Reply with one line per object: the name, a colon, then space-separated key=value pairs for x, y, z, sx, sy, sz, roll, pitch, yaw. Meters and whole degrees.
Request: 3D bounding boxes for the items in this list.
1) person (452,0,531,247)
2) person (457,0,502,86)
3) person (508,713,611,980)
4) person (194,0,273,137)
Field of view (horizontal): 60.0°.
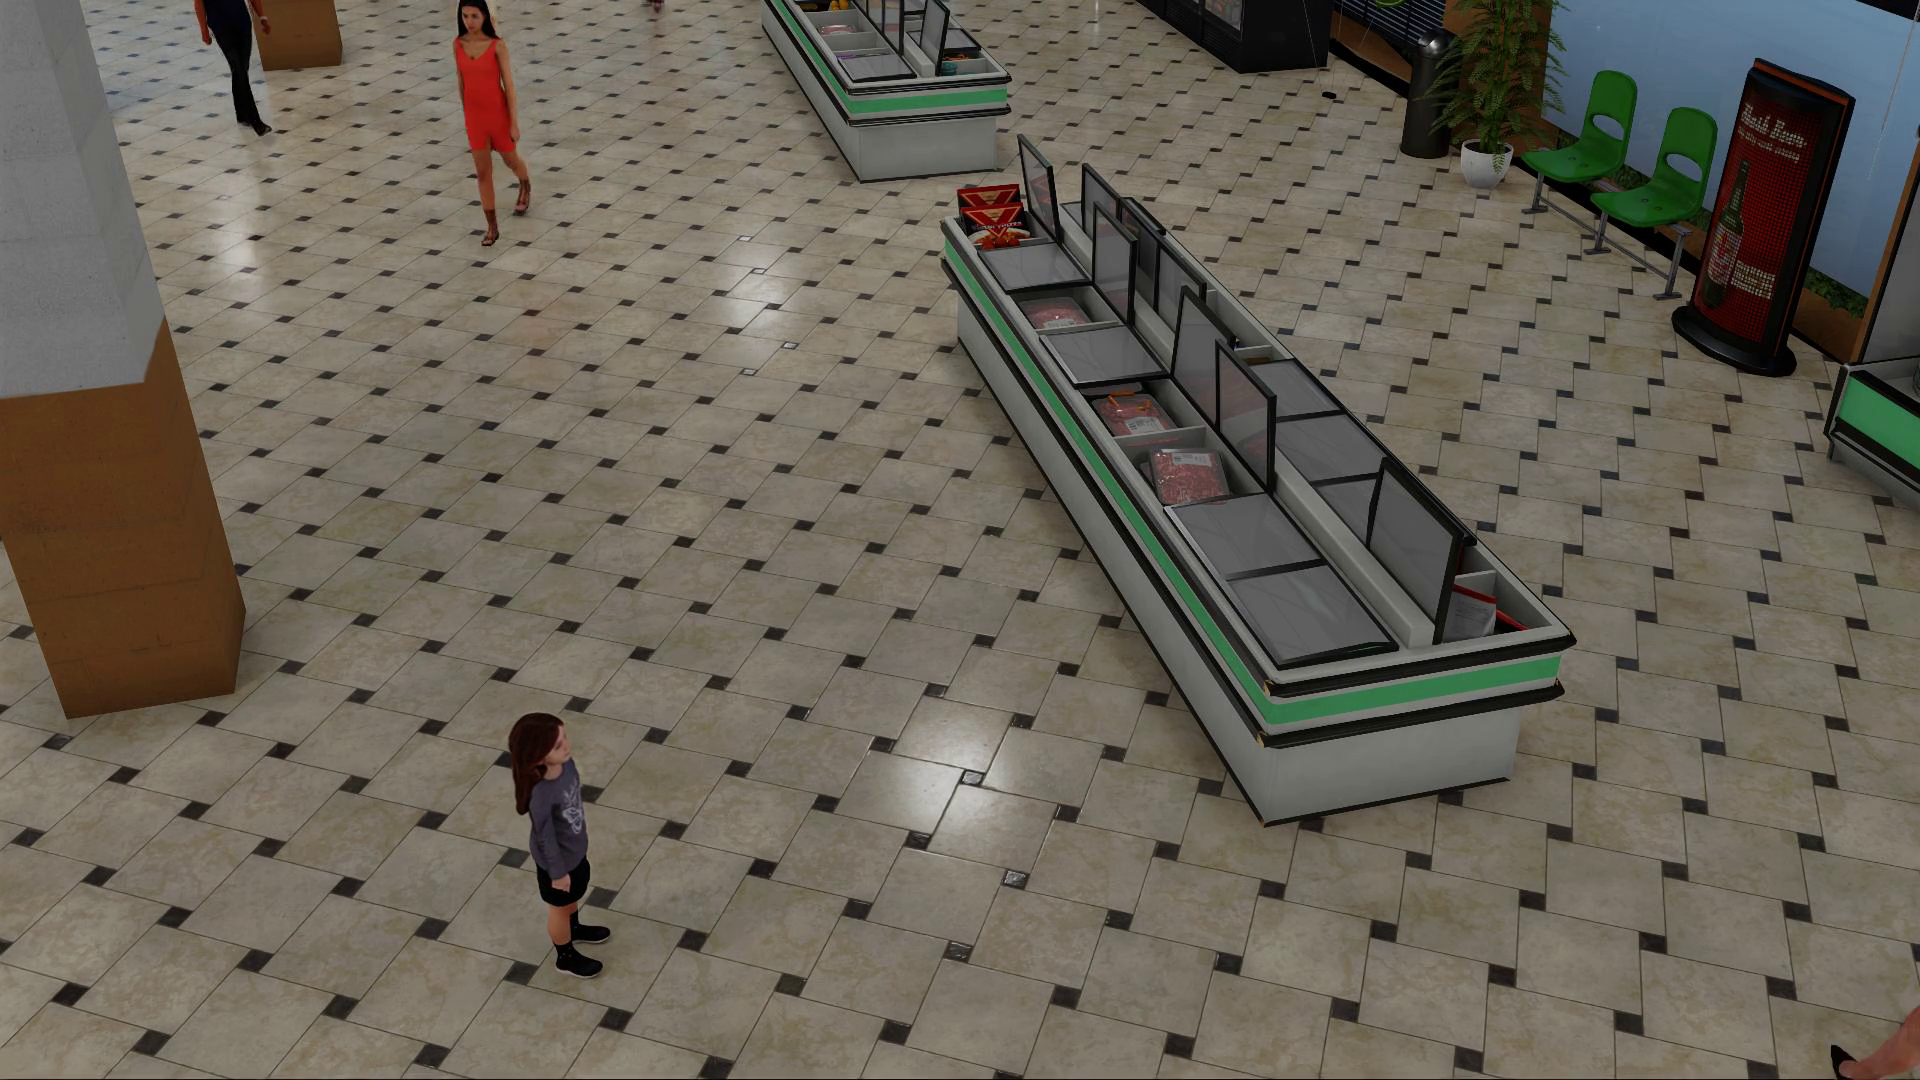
person: x=-3.304 y=-3.005 z=11.810 sx=0.876 sy=1.679 sz=1.224 roll=3 pitch=32 yaw=4
person: x=-3.857 y=-3.963 z=13.443 sx=0.726 sy=1.581 sz=0.612 roll=-28 pitch=41 yaw=-37
person: x=-1.409 y=1.051 z=5.834 sx=0.577 sy=1.106 sz=0.455 roll=1 pitch=32 yaw=1
person: x=-6.080 y=-4.278 z=13.780 sx=1.089 sy=1.760 sz=0.978 roll=22 pitch=38 yaw=31
